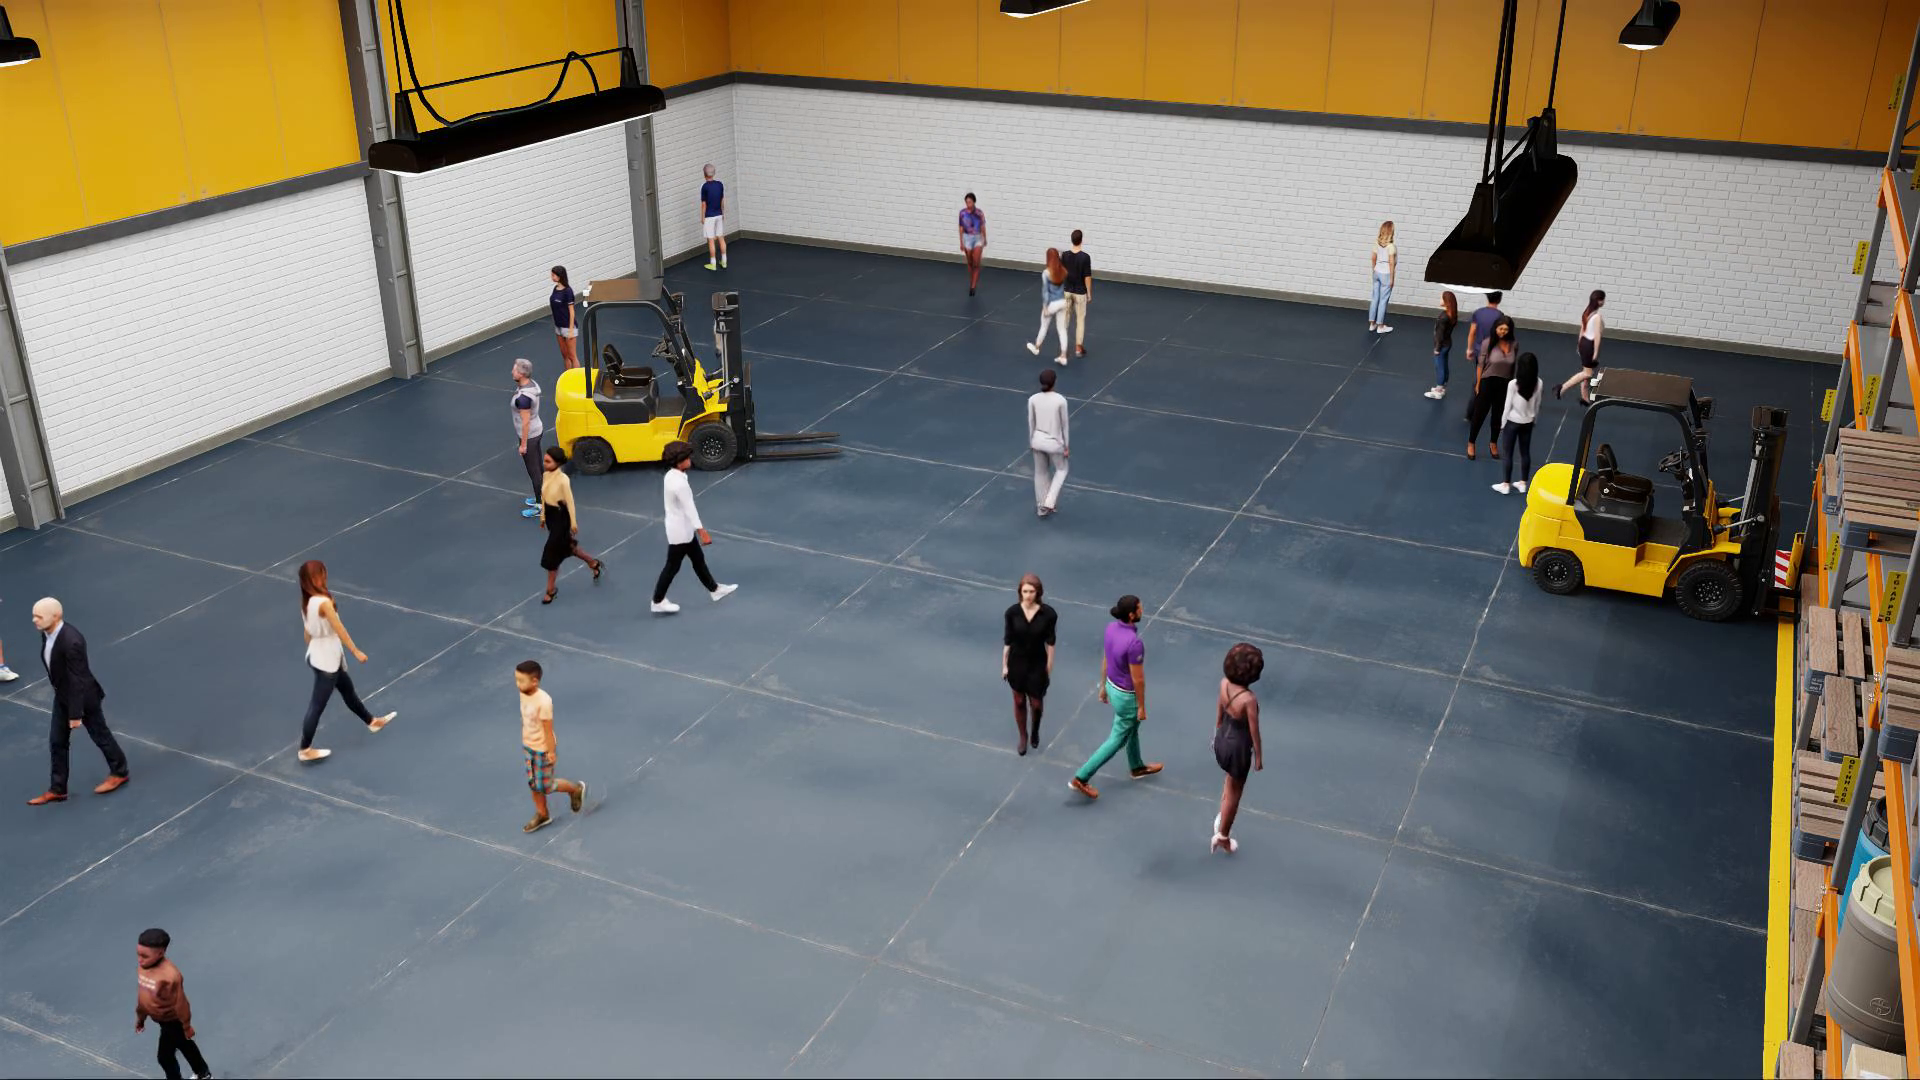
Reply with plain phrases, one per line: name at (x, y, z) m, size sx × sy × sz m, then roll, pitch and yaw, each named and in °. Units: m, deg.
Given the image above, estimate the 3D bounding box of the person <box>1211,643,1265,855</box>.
person at (1.998, 1.611, 12.527) m, size 0.769 × 1.778 × 0.719 m, roll -12°, pitch 27°, yaw -26°

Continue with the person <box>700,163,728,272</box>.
person at (-4.323, -5.662, 29.092) m, size 0.613 × 1.838 × 0.762 m, roll -21°, pitch 31°, yaw -39°

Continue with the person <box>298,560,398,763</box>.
person at (-5.380, 1.056, 13.853) m, size 1.192 × 1.733 × 0.931 m, roll -17°, pitch 29°, yaw -34°

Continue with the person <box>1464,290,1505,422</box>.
person at (6.829, -2.393, 21.734) m, size 1.202 × 1.740 × 0.916 m, roll -21°, pitch 31°, yaw -39°

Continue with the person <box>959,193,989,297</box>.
person at (0.231, -4.907, 27.570) m, size 0.854 × 1.672 × 1.271 m, roll 3°, pitch 24°, yaw 6°

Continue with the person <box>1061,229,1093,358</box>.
person at (1.690, -3.624, 24.414) m, size 0.637 × 1.850 × 0.546 m, roll 10°, pitch 25°, yaw 21°

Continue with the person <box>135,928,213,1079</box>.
person at (-4.819, 2.895, 10.262) m, size 0.605 × 1.240 × 0.712 m, roll 18°, pitch 29°, yaw 35°

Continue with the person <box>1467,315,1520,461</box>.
person at (6.561, -1.885, 20.450) m, size 0.741 × 1.838 × 0.756 m, roll -2°, pitch 24°, yaw -4°

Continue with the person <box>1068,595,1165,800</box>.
person at (1.233, 1.279, 13.341) m, size 1.240 × 1.735 × 1.122 m, roll -10°, pitch 26°, yaw -22°

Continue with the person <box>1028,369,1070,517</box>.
person at (0.973, -1.051, 18.687) m, size 0.654 × 1.722 × 0.674 m, roll 10°, pitch 25°, yaw 21°

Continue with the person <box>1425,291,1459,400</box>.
person at (6.600, -2.671, 22.692) m, size 0.629 × 1.482 × 0.462 m, roll 13°, pitch 27°, yaw 28°

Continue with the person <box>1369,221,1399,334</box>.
person at (6.499, -4.049, 25.543) m, size 0.737 × 1.723 × 0.712 m, roll -13°, pitch 27°, yaw -27°

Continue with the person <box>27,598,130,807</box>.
person at (-7.023, 1.238, 13.386) m, size 0.827 × 1.773 × 1.050 m, roll 16°, pitch 28°, yaw 32°

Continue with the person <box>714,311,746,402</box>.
person at (-3.218, -2.474, 22.294) m, size 1.034 × 1.441 × 0.904 m, roll -12°, pitch 26°, yaw -26°

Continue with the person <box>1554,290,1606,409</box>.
person at (8.284, -2.502, 22.122) m, size 0.902 × 1.629 × 0.898 m, roll -4°, pitch 24°, yaw -10°

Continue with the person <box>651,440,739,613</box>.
person at (-2.842, -0.083, 16.430) m, size 1.161 × 1.757 × 1.139 m, roll -6°, pitch 24°, yaw -14°

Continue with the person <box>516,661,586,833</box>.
person at (-3.226, 1.588, 12.989) m, size 0.641 × 1.450 × 0.805 m, roll 18°, pitch 29°, yaw 35°

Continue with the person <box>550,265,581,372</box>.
person at (-5.425, -2.930, 22.930) m, size 0.658 × 1.766 × 0.656 m, roll -19°, pitch 30°, yaw -36°

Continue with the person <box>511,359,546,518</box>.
person at (-4.862, -1.182, 18.851) m, size 0.834 × 1.830 × 0.708 m, roll -2°, pitch 24°, yaw -5°

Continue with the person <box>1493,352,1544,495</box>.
person at (6.549, -1.374, 19.457) m, size 0.700 × 1.697 × 0.742 m, roll -6°, pitch 24°, yaw -13°

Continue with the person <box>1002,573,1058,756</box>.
person at (0.570, 1.020, 13.986) m, size 0.665 × 1.692 × 0.674 m, roll 3°, pitch 24°, yaw 8°

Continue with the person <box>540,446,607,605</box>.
person at (-3.984, -0.180, 16.819) m, size 1.089 × 1.623 × 0.805 m, roll -21°, pitch 31°, yaw -39°

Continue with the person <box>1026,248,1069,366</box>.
person at (1.428, -3.329, 23.973) m, size 1.076 × 1.662 × 1.046 m, roll -13°, pitch 27°, yaw -28°
